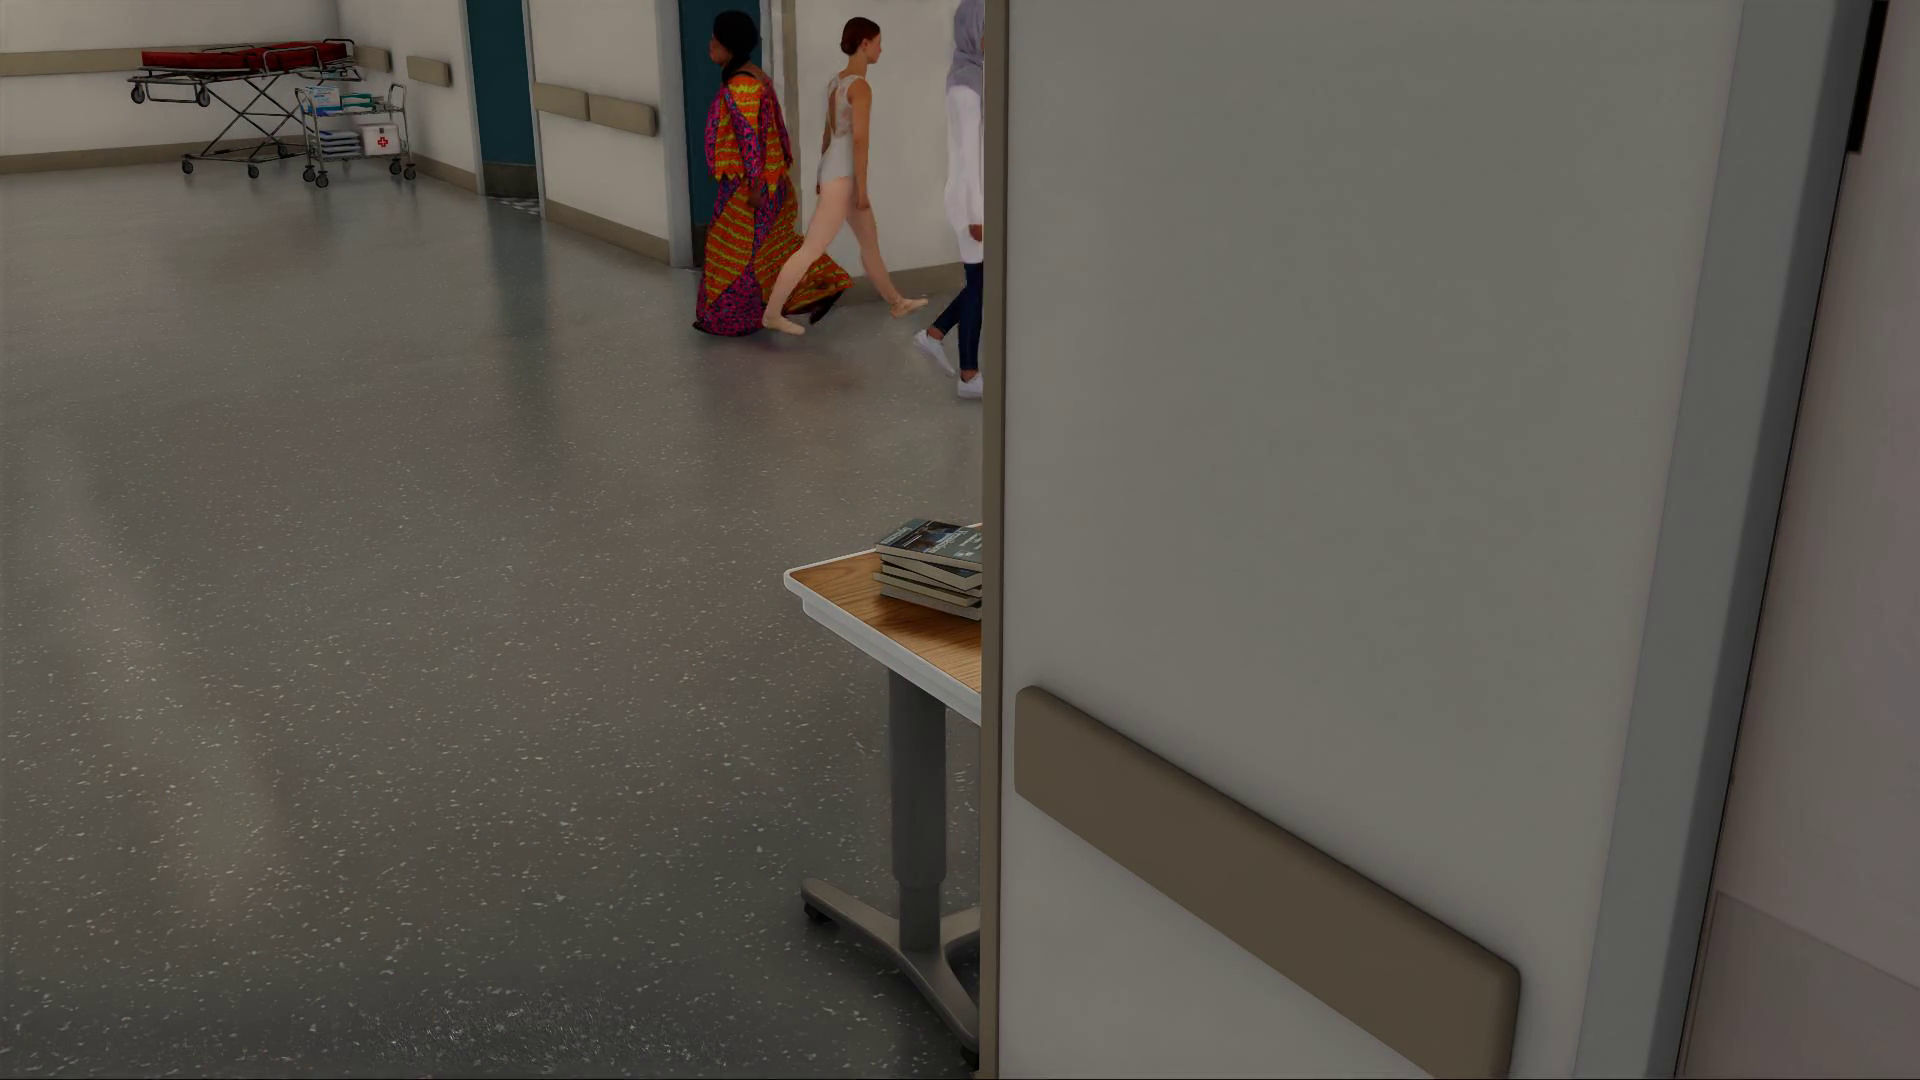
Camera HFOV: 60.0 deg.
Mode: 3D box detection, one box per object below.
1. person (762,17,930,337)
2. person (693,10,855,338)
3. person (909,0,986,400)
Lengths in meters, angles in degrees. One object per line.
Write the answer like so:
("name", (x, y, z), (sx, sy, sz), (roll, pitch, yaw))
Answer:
("person", (-0.691, -1.786, 8.518), (0.807, 1.557, 1.181), (-8, 22, -19))
("person", (-1.016, -1.866, 8.575), (1.112, 1.650, 1.120), (1, 21, 3))
("person", (-0.010, -1.499, 7.465), (0.896, 1.765, 0.834), (4, 21, 11))
